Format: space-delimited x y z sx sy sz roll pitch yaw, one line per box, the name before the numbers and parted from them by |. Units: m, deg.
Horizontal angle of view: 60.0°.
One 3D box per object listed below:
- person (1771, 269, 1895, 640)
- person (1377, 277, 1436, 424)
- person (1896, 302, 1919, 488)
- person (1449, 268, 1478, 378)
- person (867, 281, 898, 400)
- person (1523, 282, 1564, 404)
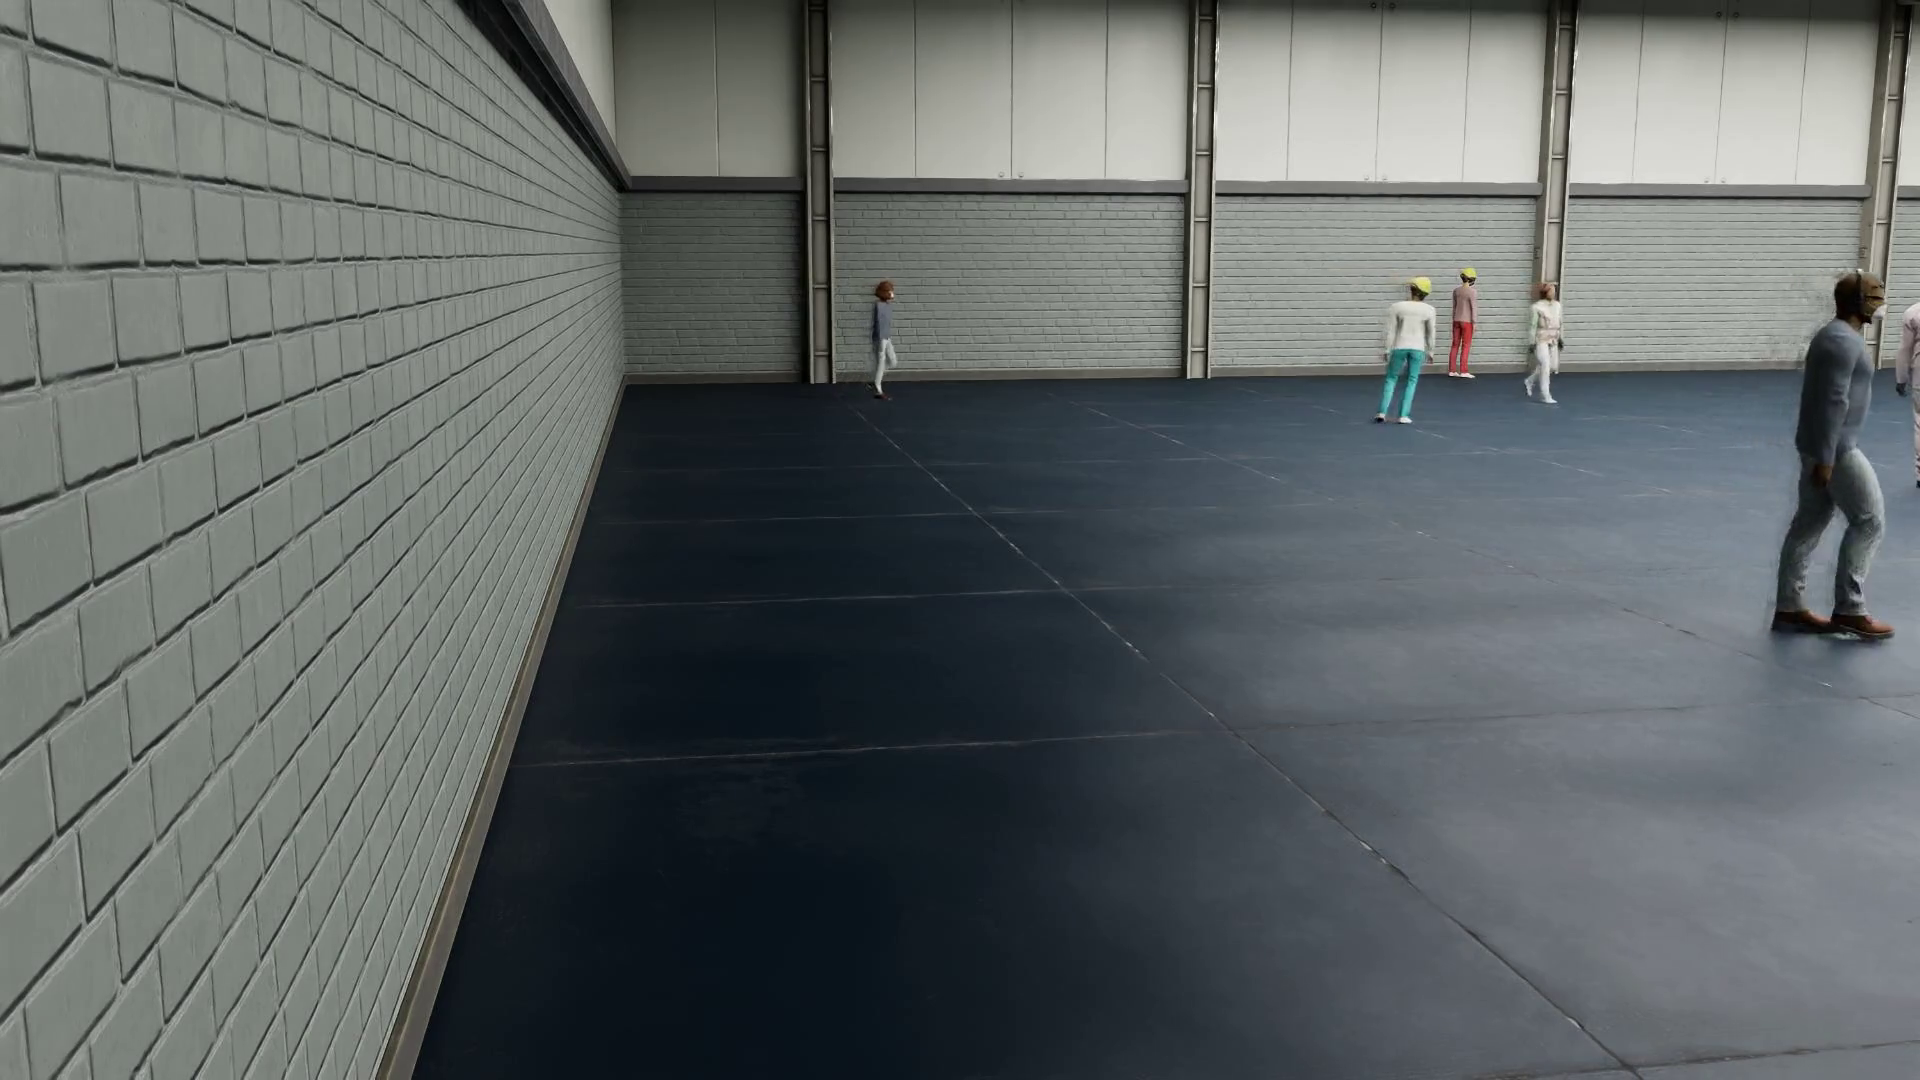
person | 4.668 -0.436 8.671 0.733 1.919 0.643 4 11 22
person | 5.292 -2.228 19.569 0.582 1.721 0.419 4 11 21
person | 8.454 -1.402 14.341 0.678 1.884 0.738 6 12 33
person | 8.100 -3.473 26.657 0.334 1.764 0.522 -5 11 -28
person | -1.050 -2.707 22.630 0.371 1.624 0.503 3 10 16
person | 7.813 -2.649 22.277 0.522 1.623 0.616 -6 11 -29
